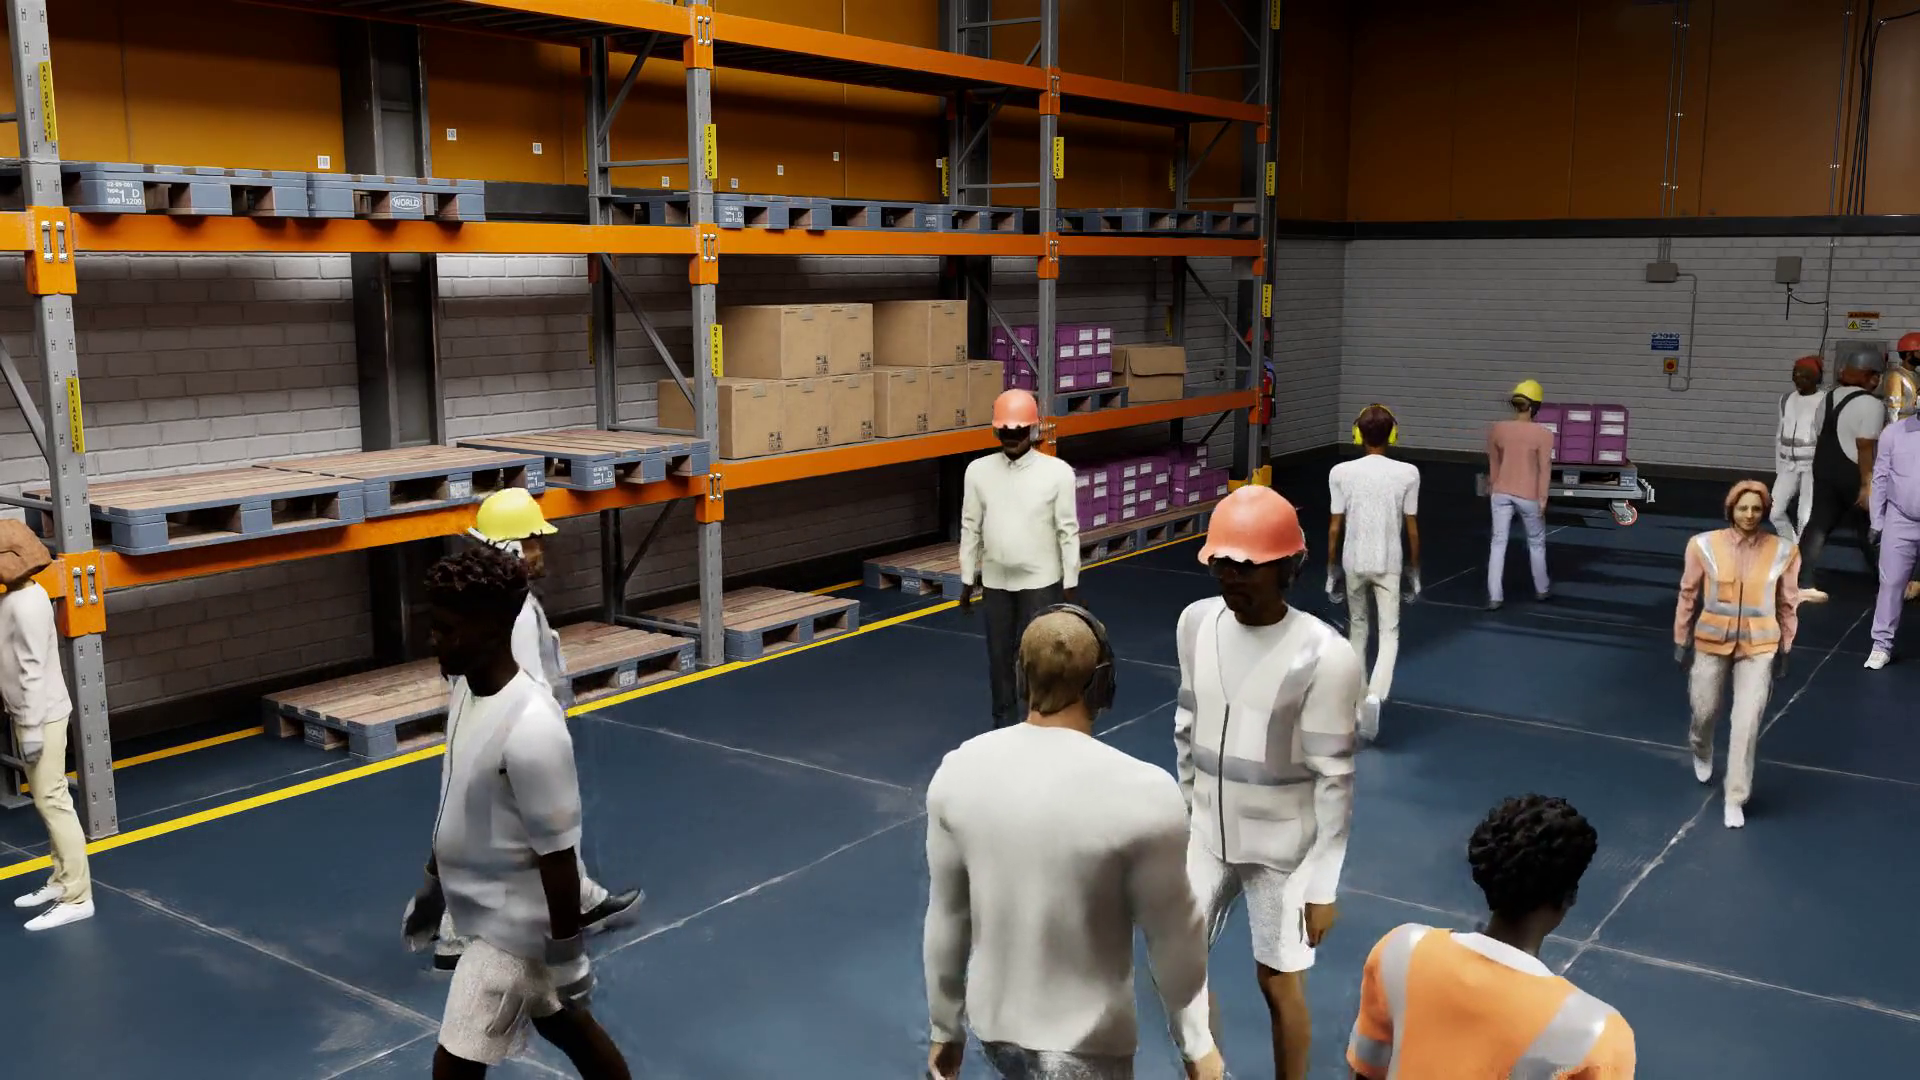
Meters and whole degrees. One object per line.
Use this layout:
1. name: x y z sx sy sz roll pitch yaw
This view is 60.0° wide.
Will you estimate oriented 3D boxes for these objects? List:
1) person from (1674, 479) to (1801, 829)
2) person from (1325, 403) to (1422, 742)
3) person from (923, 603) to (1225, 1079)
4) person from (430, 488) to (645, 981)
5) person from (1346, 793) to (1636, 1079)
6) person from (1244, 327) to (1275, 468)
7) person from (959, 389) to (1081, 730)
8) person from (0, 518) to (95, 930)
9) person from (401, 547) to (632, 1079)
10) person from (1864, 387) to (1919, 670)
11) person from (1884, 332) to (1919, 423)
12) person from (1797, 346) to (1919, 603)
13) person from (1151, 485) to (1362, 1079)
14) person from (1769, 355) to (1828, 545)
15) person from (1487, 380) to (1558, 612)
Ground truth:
1. person: 3.684 0.498 7.927 0.526 1.619 0.691 4 10 22
2. person: 2.284 0.170 9.196 0.522 1.846 0.809 3 10 19
3. person: 0.183 1.083 3.669 0.634 1.892 1.011 8 13 41
4. person: -1.591 0.702 6.168 0.905 1.793 0.614 -5 11 -27
5. person: 1.005 1.282 3.123 0.746 1.647 0.544 -7 12 -37
6. person: 3.204 -1.343 17.940 0.366 1.939 0.542 -1 10 -4
7. person: 0.309 0.202 8.619 0.634 1.983 0.525 4 10 23
8. person: -3.683 0.717 6.606 0.286 1.626 0.493 -7 12 -35
9. person: -1.207 0.959 4.331 1.023 1.914 0.610 -5 11 -26
10. person: 6.122 -0.089 10.570 0.639 1.908 0.409 6 11 31
11. person: 9.111 -1.027 16.049 0.548 1.942 0.347 -8 12 -39
12. person: 6.856 -0.509 12.672 1.002 2.000 0.697 -1 10 -9
13. person: 0.767 0.852 4.617 0.663 2.018 0.653 -9 13 -42
14. person: 6.863 -0.572 13.576 0.410 1.866 0.574 -5 11 -26
15. person: 4.272 -0.341 12.606 0.528 1.733 0.845 8 12 40
